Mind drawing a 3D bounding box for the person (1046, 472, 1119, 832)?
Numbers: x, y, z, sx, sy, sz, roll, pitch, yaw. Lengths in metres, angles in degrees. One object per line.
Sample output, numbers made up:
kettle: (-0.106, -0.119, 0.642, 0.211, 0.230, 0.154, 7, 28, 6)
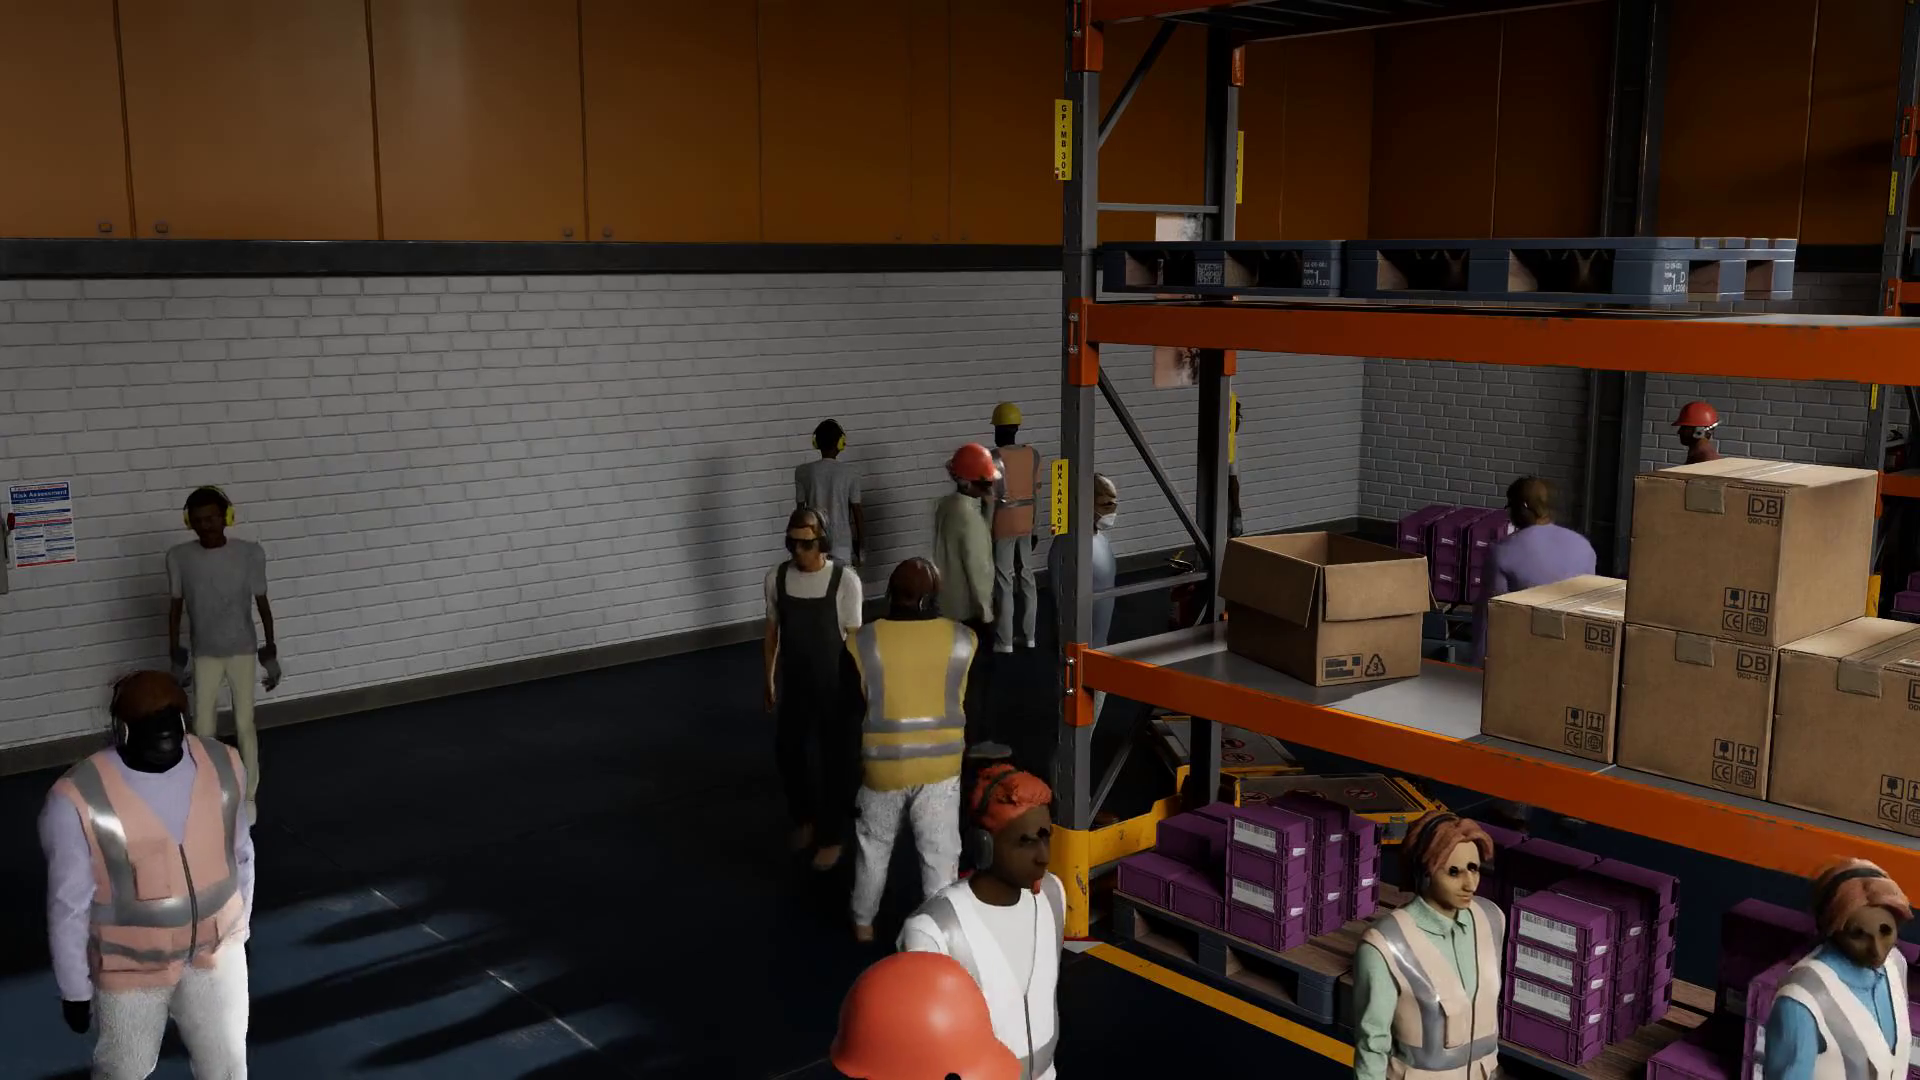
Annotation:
person: (0.645, 0.607, 8.643, 0.371, 1.934, 0.627, 3, 10, 19)

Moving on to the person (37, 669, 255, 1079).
person: (-2.533, 1.260, 5.204, 0.867, 1.814, 0.637, 9, 13, 41)

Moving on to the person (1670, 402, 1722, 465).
person: (5.297, -0.006, 12.045, 0.389, 1.992, 0.625, 3, 10, 16)

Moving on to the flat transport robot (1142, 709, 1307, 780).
flat transport robot: (1.523, 1.255, 9.706, 0.652, 0.197, 1.431, -1, 10, -5)

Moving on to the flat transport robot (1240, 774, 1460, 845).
flat transport robot: (1.883, 1.424, 8.714, 1.431, 0.197, 0.652, -1, 10, -5)

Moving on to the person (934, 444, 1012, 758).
person: (0.001, 0.388, 9.888, 0.639, 1.950, 0.671, -4, 10, -21)

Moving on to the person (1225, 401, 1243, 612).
person: (2.175, -0.226, 13.706, 0.324, 1.871, 0.526, -4, 11, -24)

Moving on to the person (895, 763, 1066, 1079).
person: (0.131, 1.454, 3.961, 0.594, 1.834, 0.987, -9, 13, -44)

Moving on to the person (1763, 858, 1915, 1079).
person: (2.092, 1.529, 4.153, 0.539, 1.613, 0.623, -8, 12, -39)

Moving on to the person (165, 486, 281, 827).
person: (-3.894, 0.619, 8.804, 0.543, 1.850, 0.392, -3, 10, -19)

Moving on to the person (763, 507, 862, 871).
person: (-0.723, 0.732, 8.218, 0.553, 1.827, 0.383, 2, 10, 11)

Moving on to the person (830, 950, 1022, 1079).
person: (-0.082, 1.605, 2.794, 0.370, 1.936, 0.551, 2, 10, 12)

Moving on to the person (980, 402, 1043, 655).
person: (0.365, -0.086, 12.711, 0.589, 1.928, 0.385, -7, 12, -37)

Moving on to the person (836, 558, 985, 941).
person: (-0.218, 0.961, 7.040, 0.627, 1.779, 0.962, -2, 10, -10)

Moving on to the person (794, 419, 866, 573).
person: (-0.944, 0.058, 12.057, 0.535, 1.864, 0.309, 1, 10, 6)

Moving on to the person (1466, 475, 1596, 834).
person: (3.004, 0.626, 8.619, 0.672, 1.907, 0.554, -3, 10, -15)

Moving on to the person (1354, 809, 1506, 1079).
person: (1.210, 1.491, 4.321, 0.522, 1.639, 0.309, -6, 12, -33)
